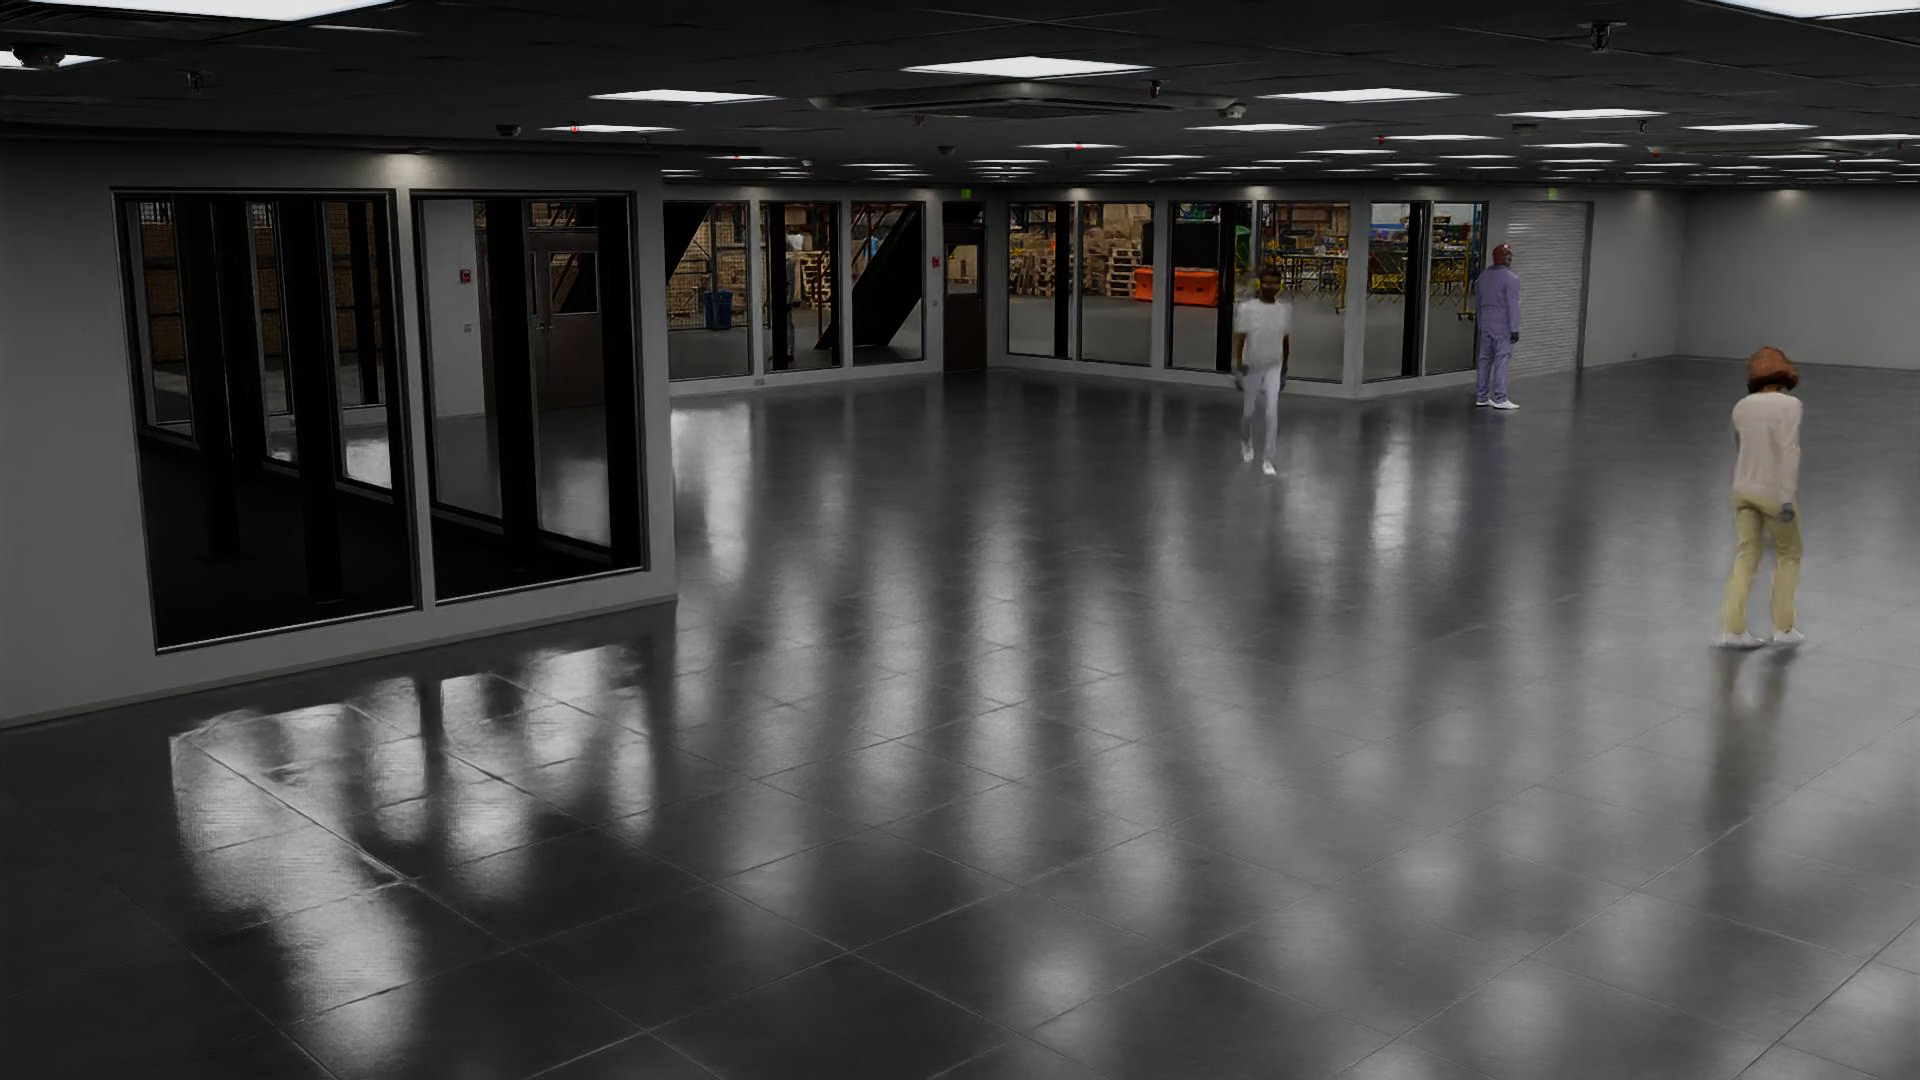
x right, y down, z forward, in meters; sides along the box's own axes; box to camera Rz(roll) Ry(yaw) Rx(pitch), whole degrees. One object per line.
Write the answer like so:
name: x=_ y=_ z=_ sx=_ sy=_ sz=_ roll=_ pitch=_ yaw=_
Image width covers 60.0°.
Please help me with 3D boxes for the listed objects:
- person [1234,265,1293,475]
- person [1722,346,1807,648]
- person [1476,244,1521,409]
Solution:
person: x=2.680 y=-1.528 z=14.802 sx=0.526 sy=1.845 sz=0.785 roll=0 pitch=11 yaw=1
person: x=4.285 y=-0.223 z=8.836 sx=0.530 sy=1.593 sz=0.571 roll=-4 pitch=12 yaw=-20
person: x=6.299 y=-2.486 z=19.404 sx=0.408 sy=1.913 sz=0.642 roll=-5 pitch=12 yaw=-24
